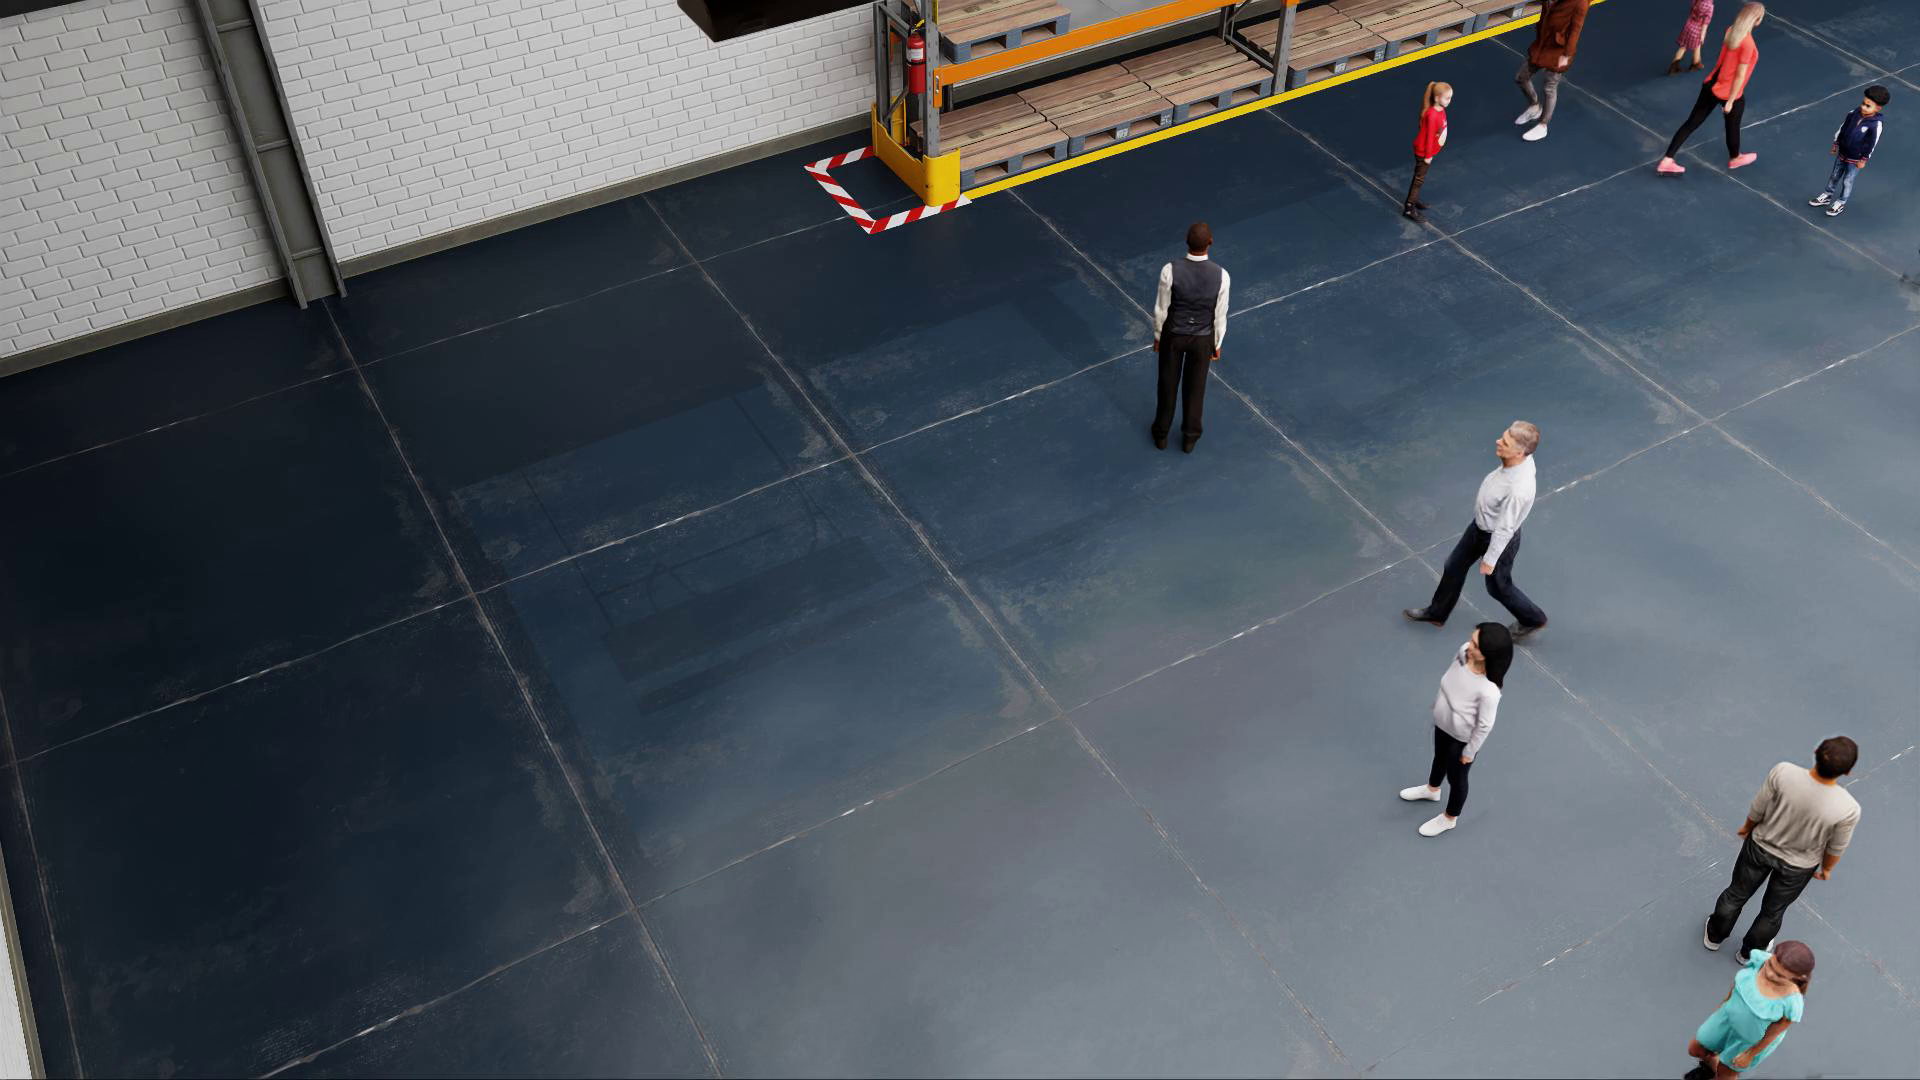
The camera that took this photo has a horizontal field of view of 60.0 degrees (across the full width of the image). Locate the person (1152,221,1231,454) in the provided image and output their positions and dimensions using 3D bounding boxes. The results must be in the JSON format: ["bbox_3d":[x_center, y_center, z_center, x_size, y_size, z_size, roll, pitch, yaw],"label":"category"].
[{"bbox_3d":[1.669,-1.476,12.230,0.746,1.915,0.840,5,44,5],"label":"person"}]

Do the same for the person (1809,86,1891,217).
[{"bbox_3d":[7.976,-3.484,14.840,0.477,1.221,0.524,-20,47,-19],"label":"person"}]

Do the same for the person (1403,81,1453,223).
[{"bbox_3d":[4.153,-3.476,14.788,0.643,1.281,0.574,15,46,15],"label":"person"}]

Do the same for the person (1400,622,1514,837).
[{"bbox_3d":[2.932,1.084,9.698,0.661,1.700,0.682,-7,44,-8],"label":"person"}]

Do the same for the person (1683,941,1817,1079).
[{"bbox_3d":[4.031,2.448,8.374,0.648,1.551,0.610,-10,44,-10],"label":"person"}]

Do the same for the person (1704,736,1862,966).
[{"bbox_3d":[4.451,1.682,8.989,0.715,1.812,0.674,30,51,28],"label":"person"}]

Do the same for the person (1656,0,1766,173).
[{"bbox_3d":[6.830,-4.047,15.131,1.238,1.635,0.867,-7,44,-7],"label":"person"}]

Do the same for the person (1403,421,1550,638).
[{"bbox_3d":[3.552,-0.004,10.779,1.253,1.784,1.118,5,44,5],"label":"person"}]

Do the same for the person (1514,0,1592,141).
[{"bbox_3d":[5.637,-4.633,15.609,0.653,1.823,0.723,-18,47,-18],"label":"person"}]

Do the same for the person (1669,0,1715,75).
[{"bbox_3d":[7.381,-5.159,16.752,0.640,1.009,0.441,-20,47,-19],"label":"person"}]
